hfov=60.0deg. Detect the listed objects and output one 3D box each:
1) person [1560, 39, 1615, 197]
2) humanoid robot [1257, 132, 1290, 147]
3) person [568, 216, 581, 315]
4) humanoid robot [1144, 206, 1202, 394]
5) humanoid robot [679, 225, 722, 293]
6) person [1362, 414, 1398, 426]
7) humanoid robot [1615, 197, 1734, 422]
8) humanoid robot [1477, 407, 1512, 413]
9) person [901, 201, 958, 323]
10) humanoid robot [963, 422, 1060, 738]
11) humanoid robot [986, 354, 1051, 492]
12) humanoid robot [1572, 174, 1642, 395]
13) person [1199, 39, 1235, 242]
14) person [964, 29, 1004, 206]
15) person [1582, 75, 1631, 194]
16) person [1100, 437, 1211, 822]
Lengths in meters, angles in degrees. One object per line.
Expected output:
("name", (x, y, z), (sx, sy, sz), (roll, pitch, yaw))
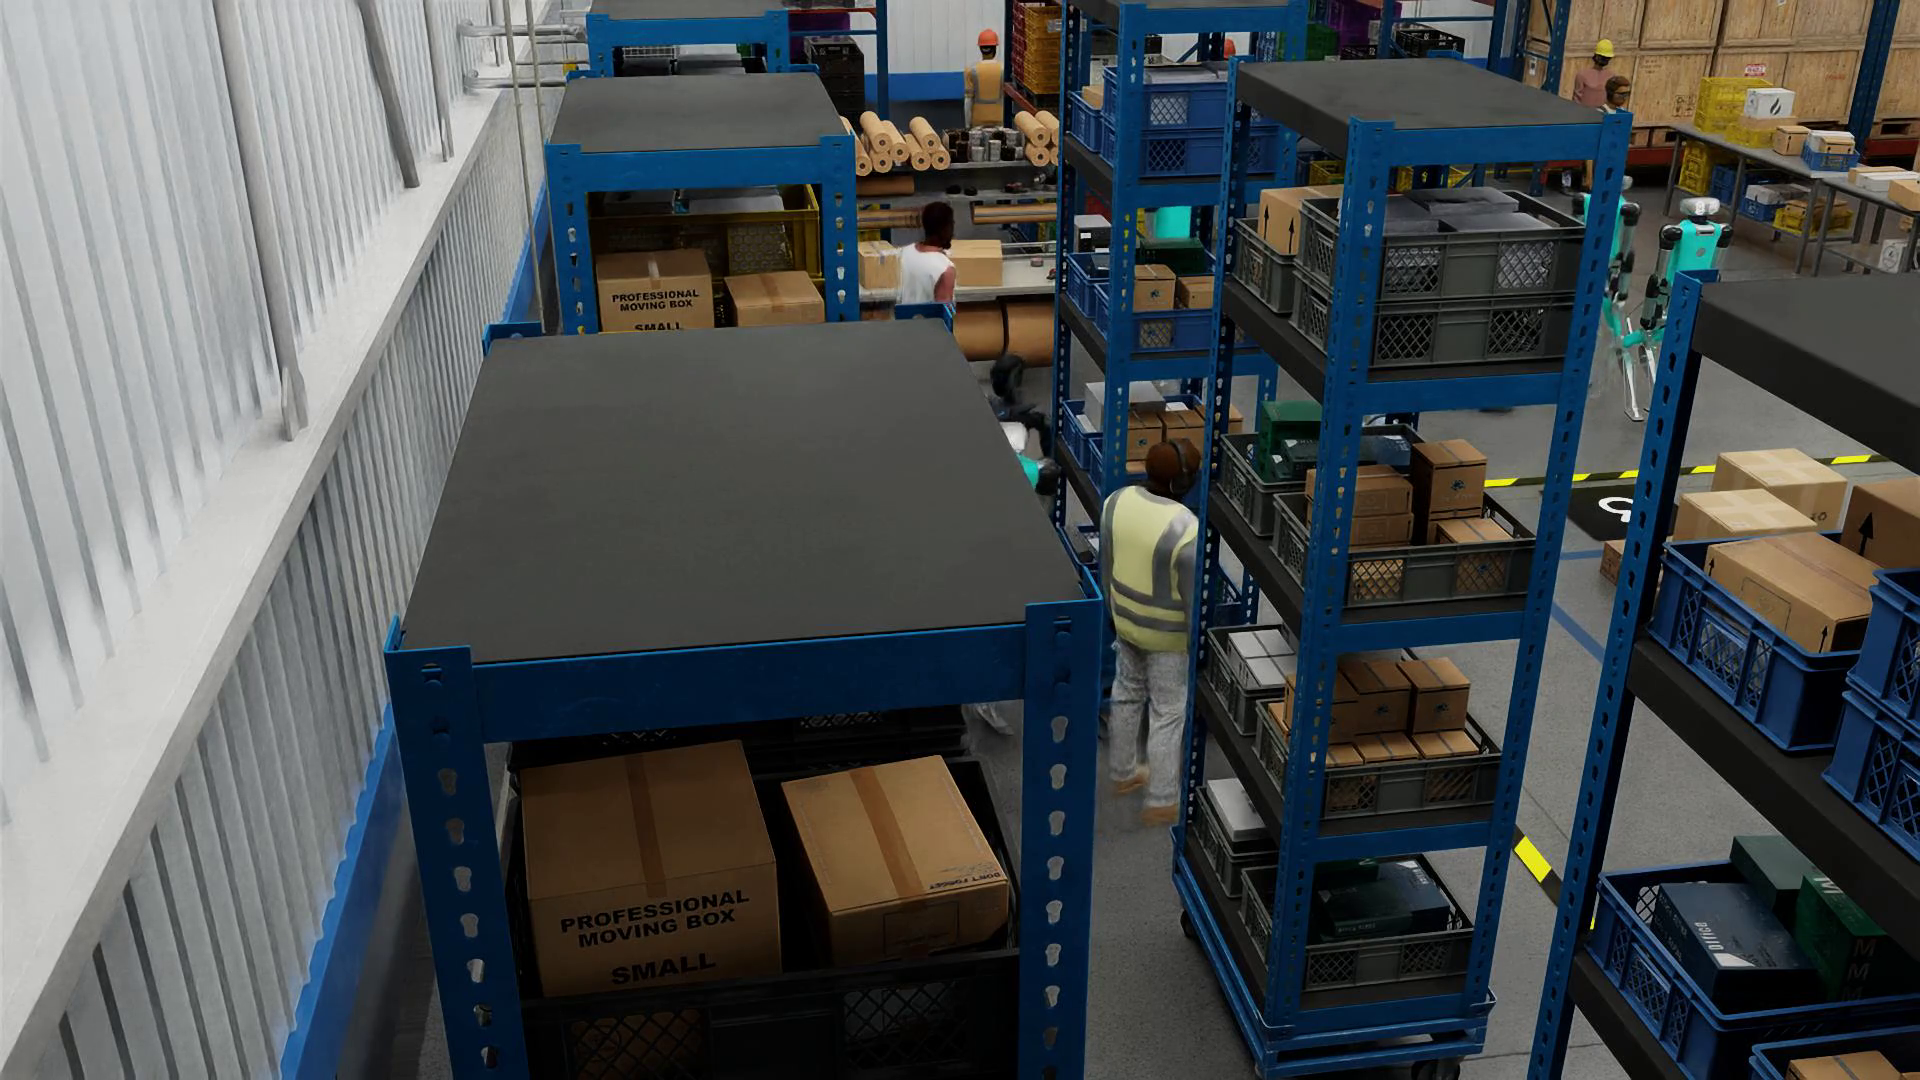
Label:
("person", (7.186, -4.803, 18.958), (0.522, 1.761, 0.337), (-6, 25, -12))
("humanoid robot", (3.612, -4.787, 18.961), (0.738, 1.793, 0.530), (15, 29, 29))
("person", (-2.686, -1.846, 12.413), (0.513, 1.857, 0.335), (-16, 29, -31))
("humanoid robot", (1.749, -1.918, 12.755), (0.563, 1.806, 0.772), (-13, 28, -26))
("humanoid robot", (-2.182, -2.738, 14.556), (0.611, 1.644, 0.442), (-4, 25, -9))
("person", (1.900, 0.261, 7.837), (0.588, 1.852, 0.383), (-4, 25, -8))
("humanoid robot", (5.108, -1.714, 12.107), (0.533, 1.677, 0.735), (-4, 25, -9))
("humanoid robot", (3.927, -1.770, 12.481), (0.614, 1.645, 0.601), (9, 26, 19))
("person", (-0.157, -1.356, 11.299), (0.551, 1.900, 0.596), (-16, 29, -31))
("humanoid robot", (0.132, 0.182, 8.157), (0.530, 1.770, 0.800), (-6, 25, -13))
("humanoid robot", (0.253, -0.209, 9.068), (0.595, 1.650, 0.425), (13, 28, 26))
("humanoid robot", (4.999, -1.956, 12.829), (0.691, 1.823, 0.532), (-19, 31, -35))
("person", (2.620, -4.105, 17.113), (0.381, 2.035, 0.604), (-5, 25, -10))
("person", (0.307, -4.654, 18.425), (0.545, 1.933, 0.372), (-2, 25, -4))
("person", (6.268, -3.608, 16.269), (0.505, 1.838, 0.340), (-20, 32, -37))
("person", (0.907, 0.402, 7.542), (0.429, 1.841, 0.632), (-18, 30, -34))
